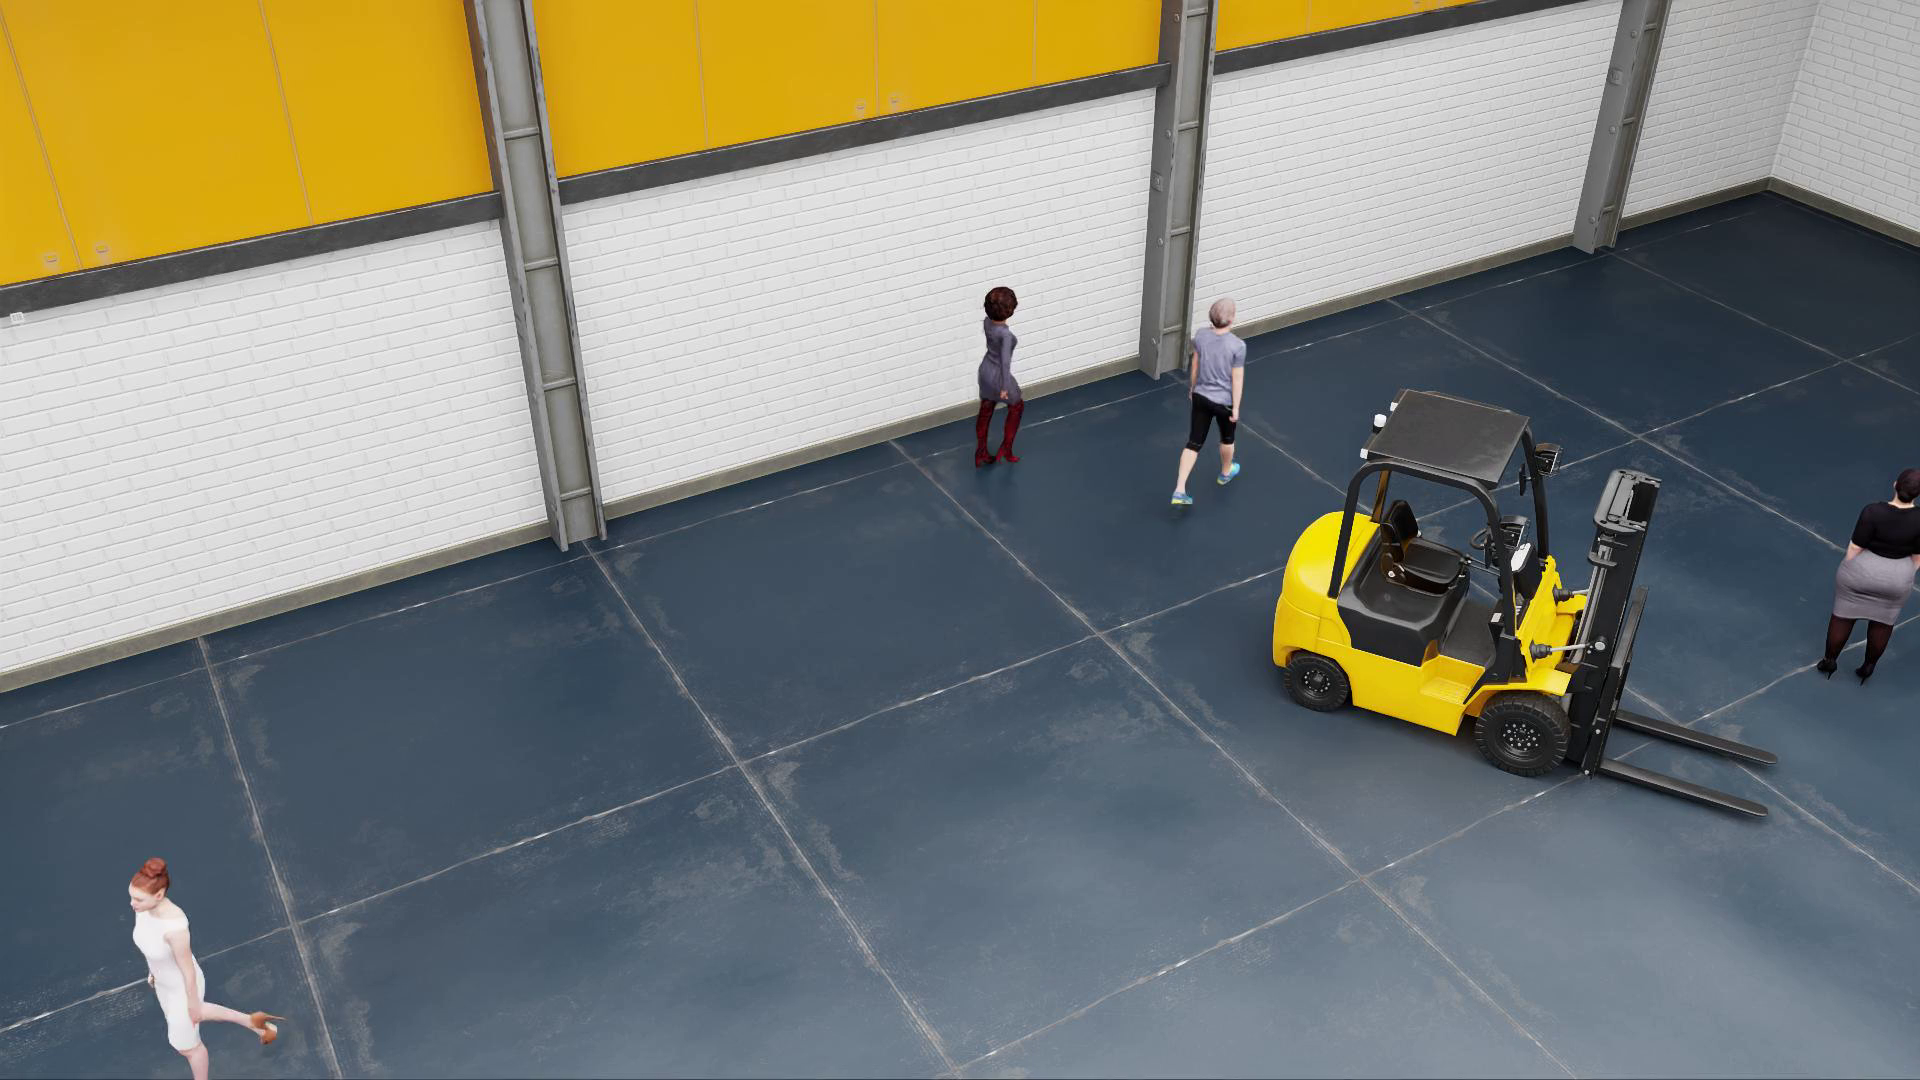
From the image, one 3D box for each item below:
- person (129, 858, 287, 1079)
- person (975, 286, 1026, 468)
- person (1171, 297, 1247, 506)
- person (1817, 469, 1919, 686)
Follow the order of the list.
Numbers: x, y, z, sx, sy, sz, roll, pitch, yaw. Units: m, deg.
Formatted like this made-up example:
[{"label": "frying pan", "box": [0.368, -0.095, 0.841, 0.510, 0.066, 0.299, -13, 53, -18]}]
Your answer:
[{"label": "person", "box": [-4.053, 2.320, 8.783, 0.762, 1.778, 0.964, 26, 42, 33]}, {"label": "person", "box": [0.243, -1.369, 14.407, 0.642, 1.696, 0.595, -21, 39, -28]}, {"label": "person", "box": [2.077, -1.114, 13.877, 1.028, 1.858, 1.321, 21, 39, 28]}, {"label": "person", "box": [6.557, 0.268, 11.886, 0.775, 1.760, 0.822, 11, 35, 16]}]
